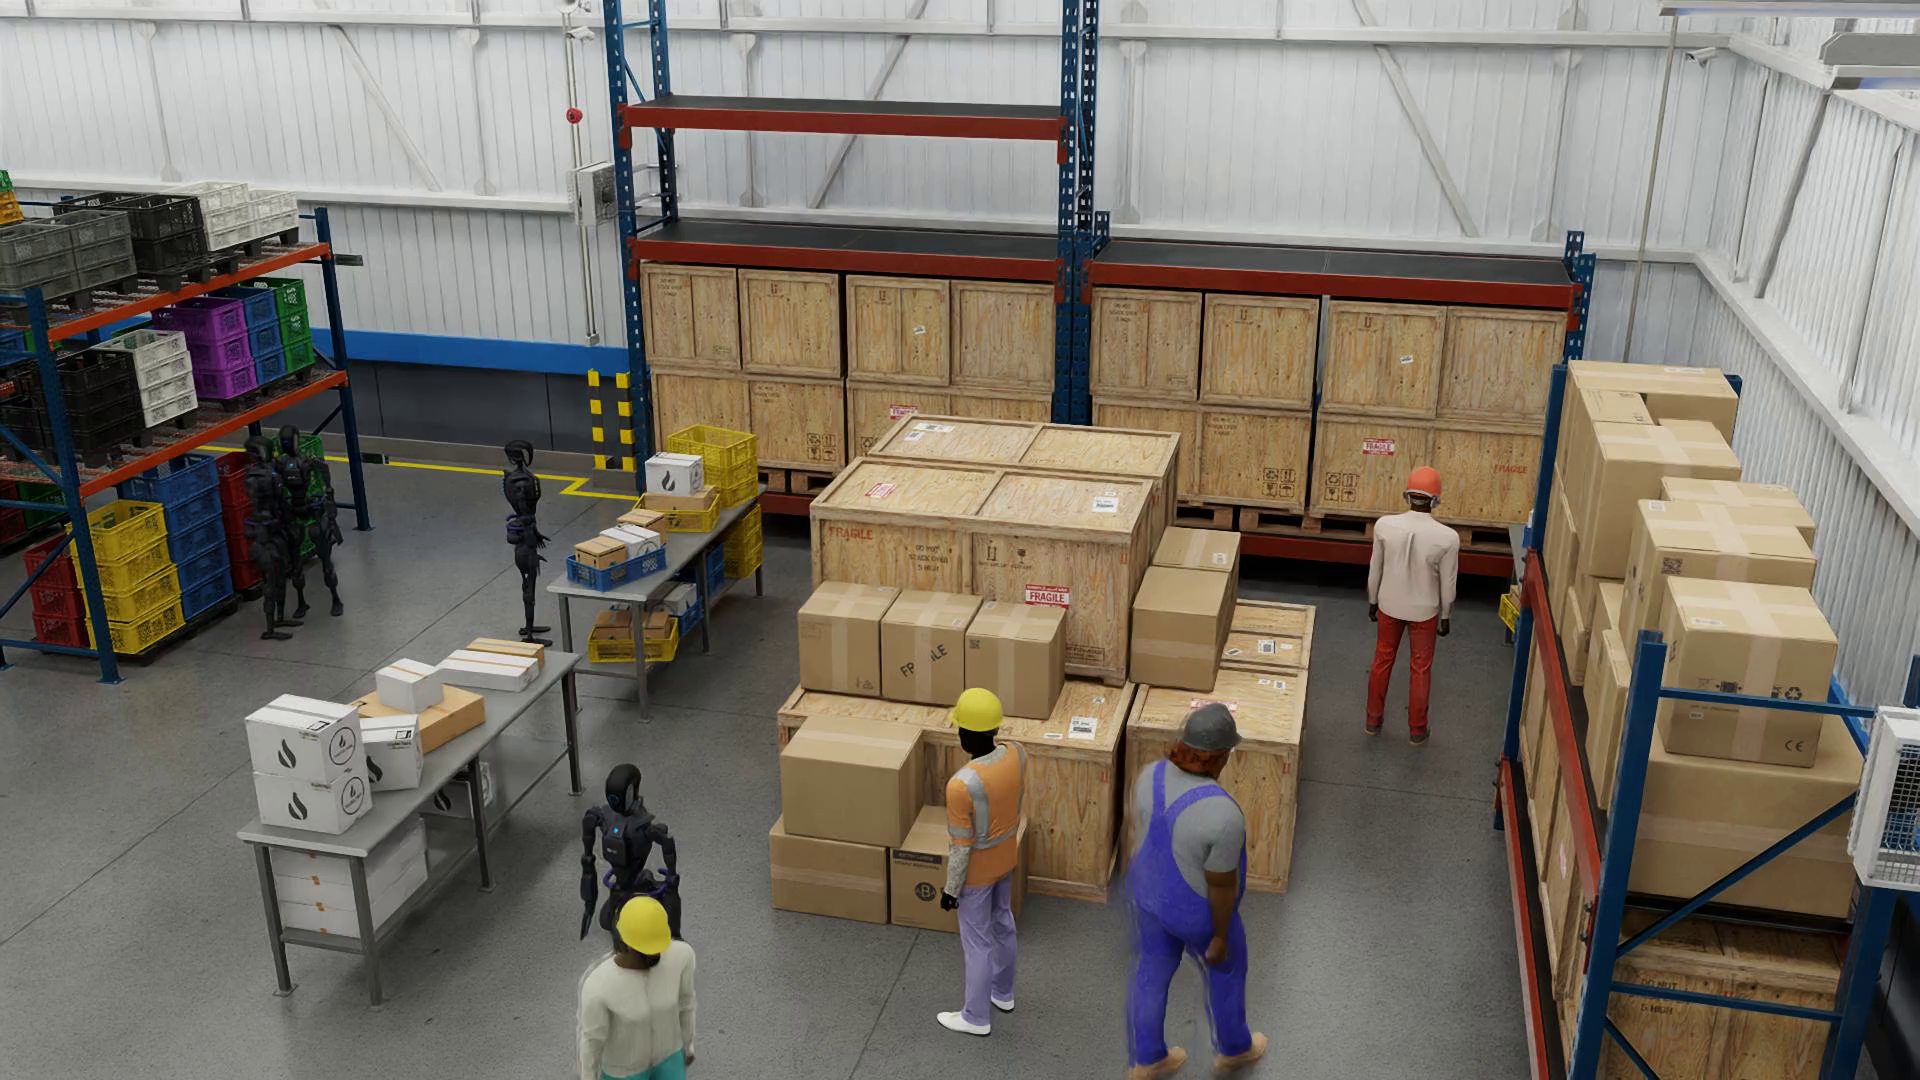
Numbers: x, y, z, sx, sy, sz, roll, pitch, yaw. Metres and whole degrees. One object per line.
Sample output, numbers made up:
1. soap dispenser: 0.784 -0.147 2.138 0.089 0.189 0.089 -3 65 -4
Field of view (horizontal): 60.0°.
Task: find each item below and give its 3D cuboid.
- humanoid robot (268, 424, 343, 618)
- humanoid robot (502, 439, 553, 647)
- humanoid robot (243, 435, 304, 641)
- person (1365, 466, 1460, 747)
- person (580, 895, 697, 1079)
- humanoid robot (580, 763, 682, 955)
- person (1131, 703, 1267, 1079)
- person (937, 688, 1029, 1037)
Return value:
1. humanoid robot: -5.308 -0.153 13.471 0.574 1.647 0.351 -3 21 -8
2. humanoid robot: -3.378 0.005 13.040 0.327 1.657 0.589 -5 22 -13
3. humanoid robot: -5.445 -0.032 13.139 0.309 1.656 0.600 0 21 1
4. person: 3.108 0.451 11.472 0.609 1.985 0.412 12 24 29
5. person: -1.405 2.217 7.190 0.535 1.738 0.629 -15 26 -34
6. humanoid robot: -1.613 1.838 8.261 0.574 1.651 0.332 9 23 21
7. person: 1.203 1.693 8.138 0.832 2.000 0.686 -16 26 -36
8. person: 0.106 1.631 8.455 0.357 1.929 0.586 14 25 33
